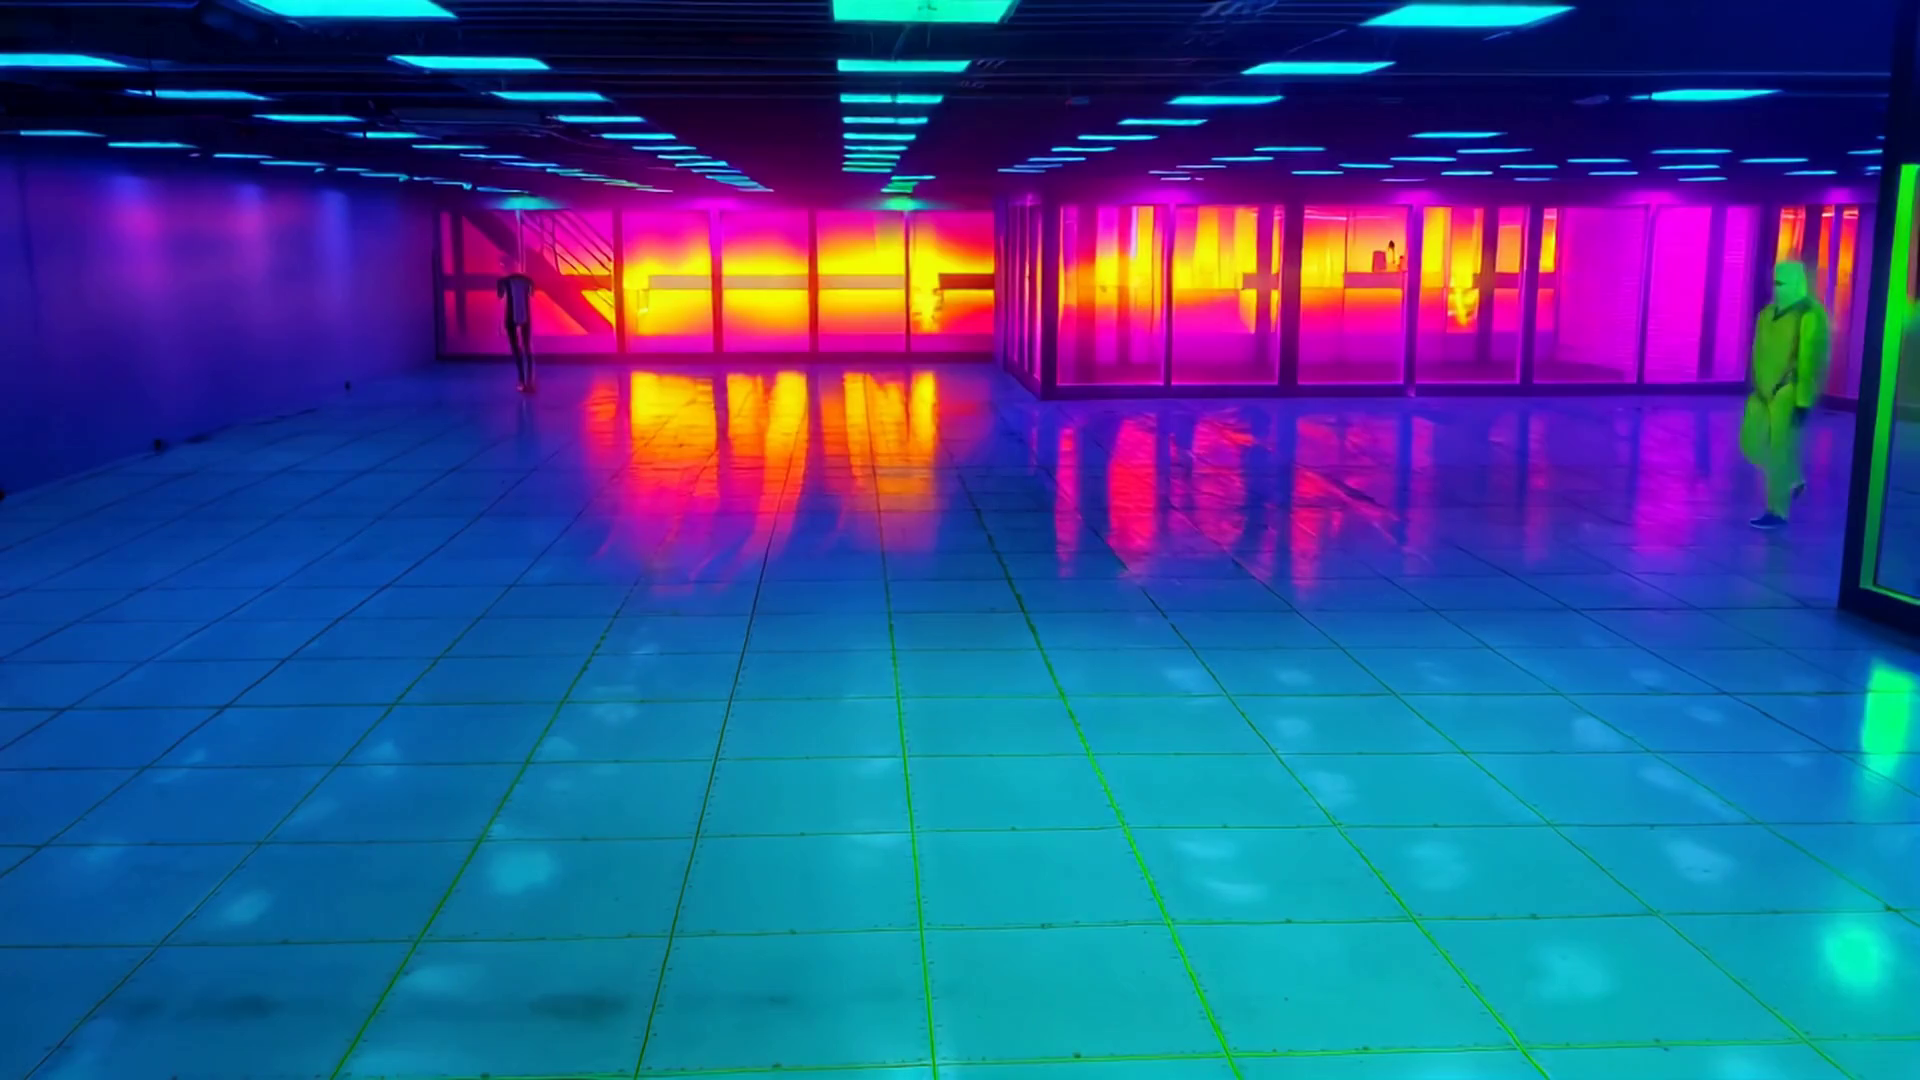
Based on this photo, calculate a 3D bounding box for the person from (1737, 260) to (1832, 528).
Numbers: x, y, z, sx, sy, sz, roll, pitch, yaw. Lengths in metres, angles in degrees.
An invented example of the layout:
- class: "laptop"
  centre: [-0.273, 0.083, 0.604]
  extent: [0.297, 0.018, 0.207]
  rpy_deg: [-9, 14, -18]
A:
- class: "person"
  centre: [5.821, -1.026, 11.749]
  extent: [0.463, 1.891, 0.670]
  rpy_deg: [-2, 11, -11]

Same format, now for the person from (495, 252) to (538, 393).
- class: "person"
  centre: [-5.736, -2.814, 21.576]
  extent: [0.534, 1.832, 0.835]
  rpy_deg: [-3, 11, -17]
